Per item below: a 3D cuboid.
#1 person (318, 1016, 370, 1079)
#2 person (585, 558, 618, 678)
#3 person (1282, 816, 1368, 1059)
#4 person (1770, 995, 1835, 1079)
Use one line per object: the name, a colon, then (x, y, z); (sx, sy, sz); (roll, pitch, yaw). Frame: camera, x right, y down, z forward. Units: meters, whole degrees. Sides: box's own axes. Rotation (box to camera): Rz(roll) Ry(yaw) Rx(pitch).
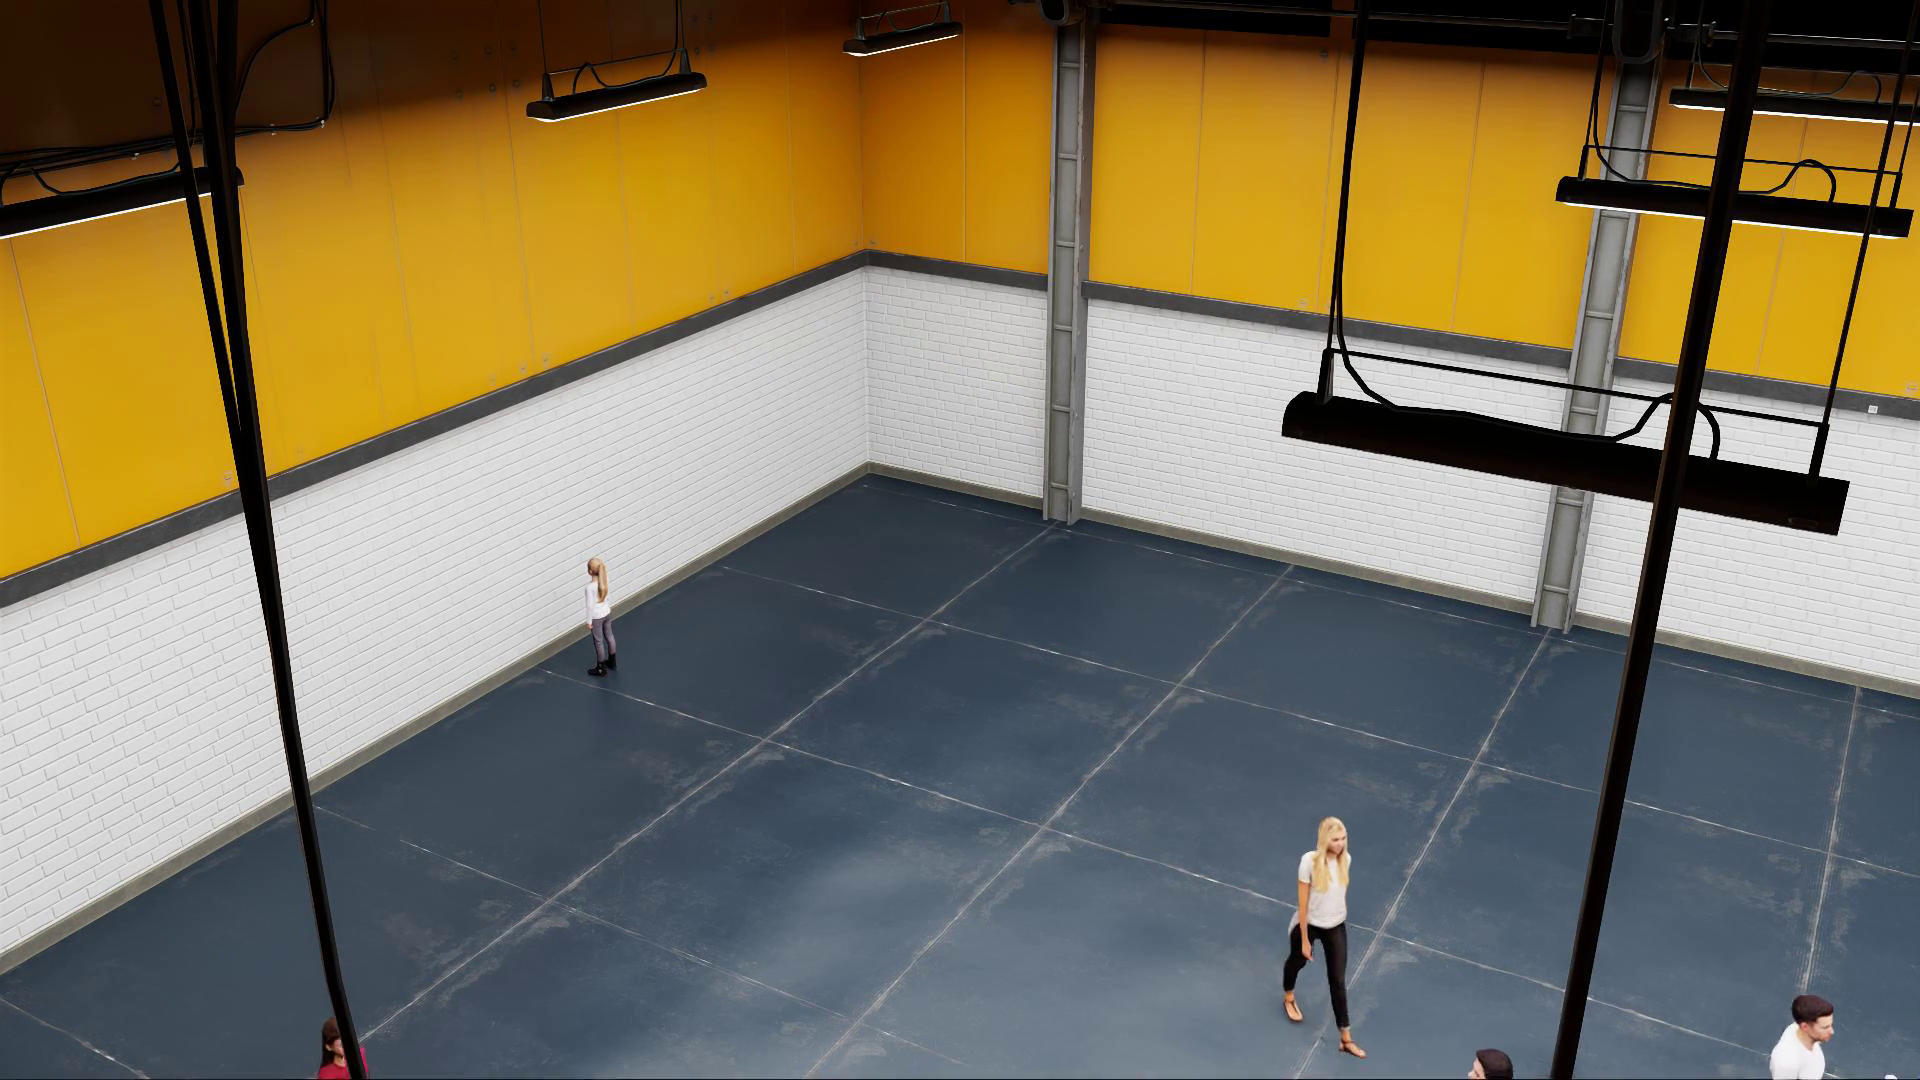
person: (-3.822, 3.563, 10.264); (1.032, 1.528, 0.602); (11, 26, 23)
person: (-3.668, 0.769, 16.964); (0.489, 1.279, 0.480); (13, 27, 26)
person: (2.485, 2.722, 11.862); (1.048, 1.788, 1.154); (-8, 25, -17)
person: (4.904, 3.470, 10.087); (0.727, 1.840, 0.769); (20, 31, 38)
